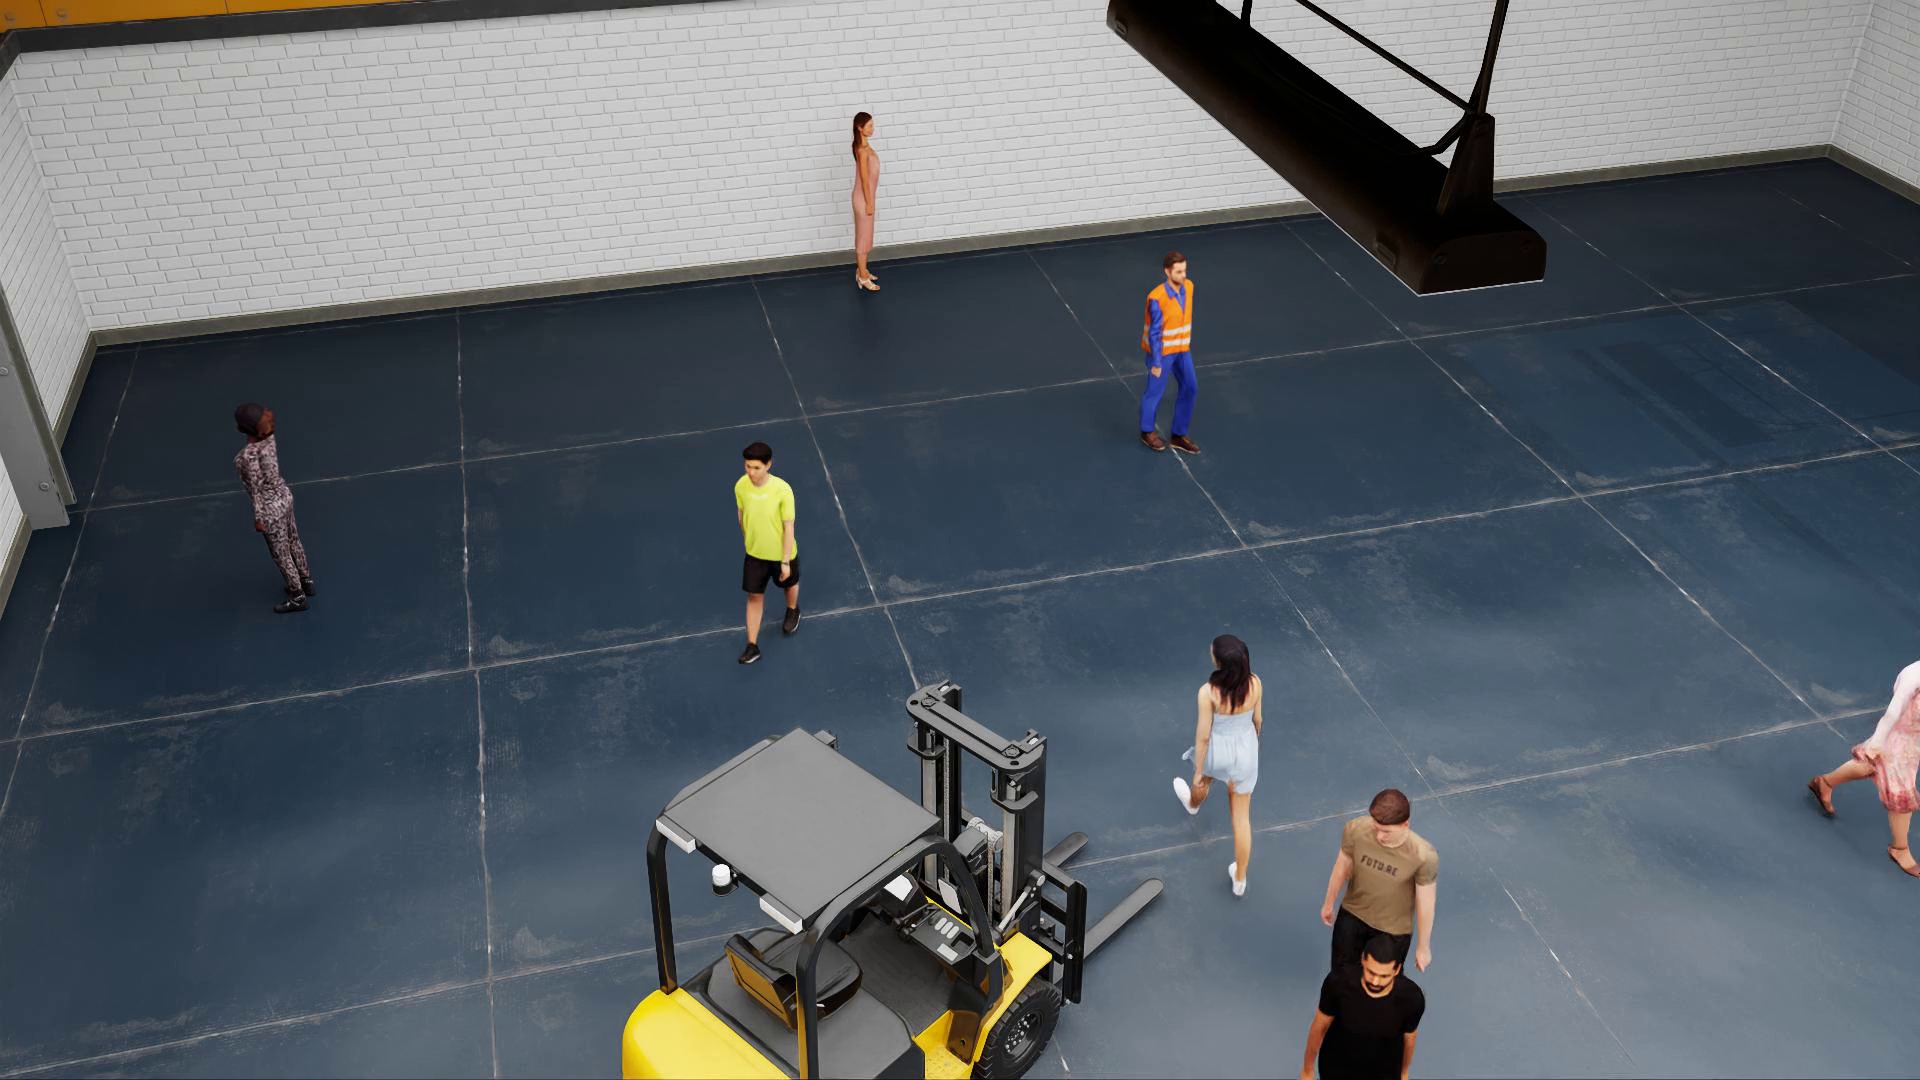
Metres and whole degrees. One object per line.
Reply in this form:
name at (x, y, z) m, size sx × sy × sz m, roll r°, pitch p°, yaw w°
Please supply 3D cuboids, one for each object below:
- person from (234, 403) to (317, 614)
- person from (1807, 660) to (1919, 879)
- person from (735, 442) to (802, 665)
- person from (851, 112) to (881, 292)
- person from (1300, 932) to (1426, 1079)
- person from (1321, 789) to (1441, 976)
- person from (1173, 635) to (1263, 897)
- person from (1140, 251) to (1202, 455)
person at (-5.016, -0.243, 12.148) m, size 0.697 × 1.714 × 0.588 m, roll 0°, pitch 34°, yaw 0°
person at (5.639, 1.170, 10.079) m, size 0.765 × 1.650 × 1.146 m, roll -16°, pitch 37°, yaw -23°
person at (-1.312, 0.021, 11.804) m, size 0.957 × 1.654 × 1.172 m, roll 8°, pitch 34°, yaw 12°
person at (-0.980, -3.433, 16.840) m, size 0.685 × 1.831 × 0.518 m, roll -2°, pitch 34°, yaw -3°
person at (1.931, 2.486, 8.041) m, size 1.067 × 1.714 × 1.254 m, roll 11°, pitch 35°, yaw 15°
person at (2.219, 1.942, 8.756) m, size 0.918 × 1.828 × 0.988 m, roll 17°, pitch 37°, yaw 24°
person at (1.596, 1.353, 9.779) m, size 0.652 × 1.677 × 1.137 m, roll -7°, pitch 34°, yaw -10°
person at (1.697, -1.614, 14.090) m, size 0.881 × 1.846 × 0.959 m, roll -25°, pitch 41°, yaw -32°
